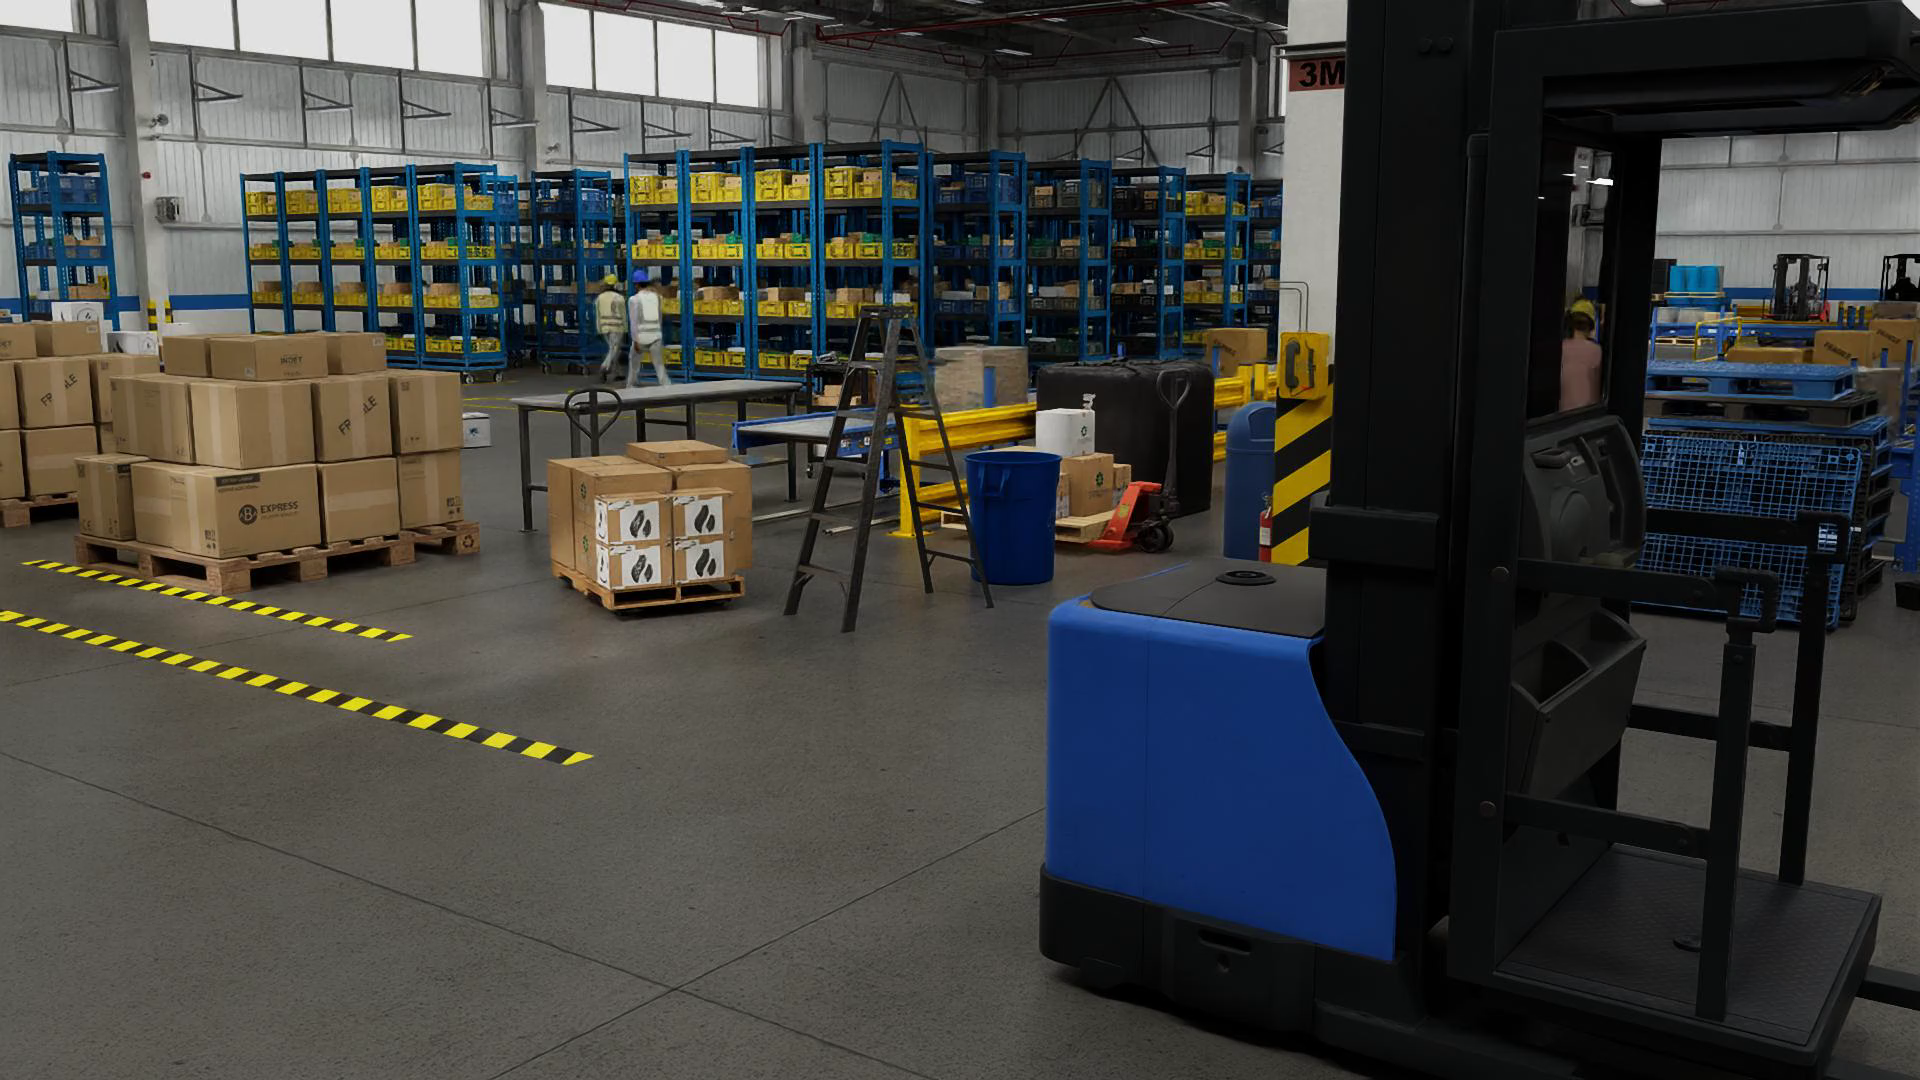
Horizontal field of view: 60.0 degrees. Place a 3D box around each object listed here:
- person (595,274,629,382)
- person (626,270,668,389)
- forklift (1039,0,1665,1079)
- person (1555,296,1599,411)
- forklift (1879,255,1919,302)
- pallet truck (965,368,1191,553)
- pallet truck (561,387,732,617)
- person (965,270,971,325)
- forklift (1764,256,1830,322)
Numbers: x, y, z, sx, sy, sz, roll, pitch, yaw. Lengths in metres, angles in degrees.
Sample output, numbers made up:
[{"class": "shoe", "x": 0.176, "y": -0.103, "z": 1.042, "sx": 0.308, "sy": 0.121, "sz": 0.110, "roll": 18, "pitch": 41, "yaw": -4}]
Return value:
[{"class": "person", "x": -5.821, "y": -3.519, "z": 27.689, "sx": 0.595, "sy": 1.809, "sz": 0.730, "roll": 6, "pitch": 11, "yaw": 31}, {"class": "person", "x": -4.466, "y": -2.881, "z": 23.658, "sx": 0.609, "sy": 1.899, "sz": 1.017, "roll": -9, "pitch": 13, "yaw": -42}, {"class": "forklift", "x": 1.249, "y": -0.137, "z": 4.360, "sx": 1.873, "sy": 2.768, "sz": 1.129, "roll": 7, "pitch": 12, "yaw": 35}, {"class": "person", "x": 4.990, "y": -1.119, "z": 13.591, "sx": 0.537, "sy": 1.739, "sz": 0.736, "roll": 4, "pitch": 10, "yaw": 24}, {"class": "forklift", "x": 22.089, "y": -5.634, "z": 38.796, "sx": 1.157, "sy": 1.987, "sz": 2.680, "roll": 6, "pitch": 11, "yaw": 33}, {"class": "pallet truck", "x": 0.845, "y": -0.609, "z": 11.869, "sx": 1.630, "sy": 1.274, "sz": 0.653, "roll": 7, "pitch": 12, "yaw": 35}, {"class": "pallet truck", "x": -1.981, "y": -0.274, "z": 10.088, "sx": 0.680, "sy": 1.201, "sz": 1.601, "roll": -5, "pitch": 11, "yaw": -28}, {"class": "person", "x": 0.182, "y": -4.959, "z": 36.186, "sx": 0.573, "sy": 1.835, "sz": 0.580, "roll": 9, "pitch": 13, "yaw": 44}, {"class": "forklift", "x": 20.253, "y": -5.854, "z": 40.139, "sx": 1.157, "sy": 1.987, "sz": 2.680, "roll": 7, "pitch": 12, "yaw": 35}]
